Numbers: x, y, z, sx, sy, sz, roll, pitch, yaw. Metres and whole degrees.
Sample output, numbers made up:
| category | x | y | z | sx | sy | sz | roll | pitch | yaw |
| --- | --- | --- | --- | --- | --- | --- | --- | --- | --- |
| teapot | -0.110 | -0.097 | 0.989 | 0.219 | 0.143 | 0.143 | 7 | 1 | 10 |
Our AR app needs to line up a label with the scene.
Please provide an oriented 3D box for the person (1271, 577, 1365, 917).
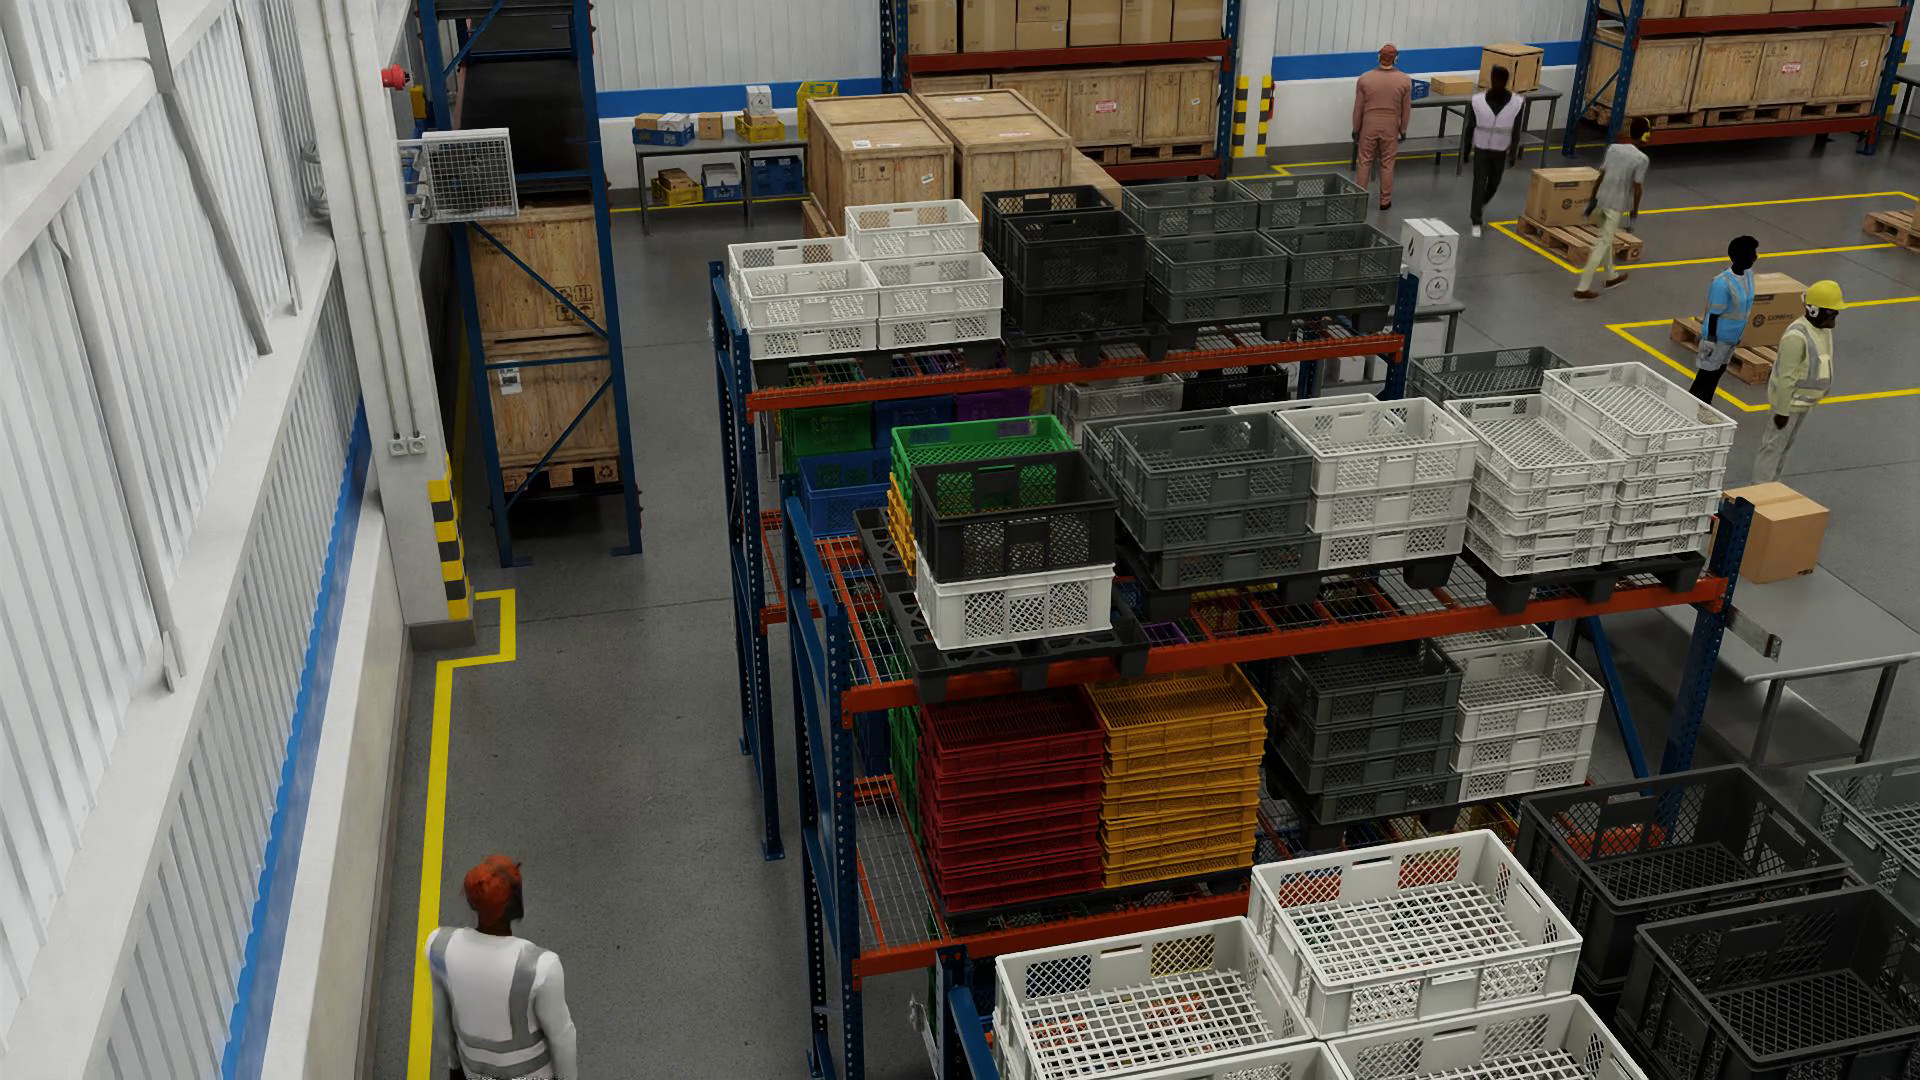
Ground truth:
| category | x | y | z | sx | sy | sz | roll | pitch | yaw |
| --- | --- | --- | --- | --- | --- | --- | --- | --- | --- |
| person | 1.831 | 1.052 | 8.255 | 0.627 | 1.931 | 0.362 | 15 | 31 | 27 |

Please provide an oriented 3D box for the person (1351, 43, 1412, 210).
| category | x | y | z | sx | sy | sz | roll | pitch | yaw |
| --- | --- | --- | --- | --- | --- | --- | --- | --- | --- |
| person | 4.900 | -4.813 | 19.408 | 0.651 | 1.907 | 0.409 | 5 | 28 | 10 |

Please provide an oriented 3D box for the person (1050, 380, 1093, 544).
| category | x | y | z | sx | sy | sz | roll | pitch | yaw |
| --- | --- | --- | --- | --- | --- | --- | --- | --- | --- |
| person | 0.667 | -0.201 | 10.785 | 0.864 | 1.817 | 0.637 | 13 | 30 | 23 |

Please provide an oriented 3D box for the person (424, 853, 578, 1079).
| category | x | y | z | sx | sy | sz | roll | pitch | yaw |
| --- | --- | --- | --- | --- | --- | --- | --- | --- | --- |
| person | -1.737 | 2.039 | 6.462 | 0.590 | 1.863 | 0.446 | 7 | 29 | 14 |

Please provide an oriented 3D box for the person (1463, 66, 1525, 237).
| category | x | y | z | sx | sy | sz | roll | pitch | yaw |
| --- | --- | --- | --- | --- | --- | --- | --- | --- | --- |
| person | 5.972 | -4.434 | 18.725 | 0.609 | 1.877 | 0.823 | 7 | 29 | 13 |

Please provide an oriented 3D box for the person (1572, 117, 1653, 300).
| category | x | y | z | sx | sy | sz | roll | pitch | yaw |
| --- | --- | --- | --- | --- | --- | --- | --- | --- | --- |
| person | 6.624 | -3.327 | 16.699 | 0.898 | 1.803 | 0.551 | -12 | 30 | -21 |

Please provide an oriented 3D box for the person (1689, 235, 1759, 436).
| category | x | y | z | sx | sy | sz | roll | pitch | yaw |
| --- | --- | --- | --- | --- | --- | --- | --- | --- | --- |
| person | 6.287 | -1.685 | 13.695 | 0.541 | 1.696 | 0.315 | -22 | 35 | -36 |

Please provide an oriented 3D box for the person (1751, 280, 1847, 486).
| category | x | y | z | sx | sy | sz | roll | pitch | yaw |
| --- | --- | --- | --- | --- | --- | --- | --- | --- | --- |
| person | 6.212 | -1.052 | 12.348 | 0.404 | 1.834 | 0.591 | 24 | 36 | 38 |
